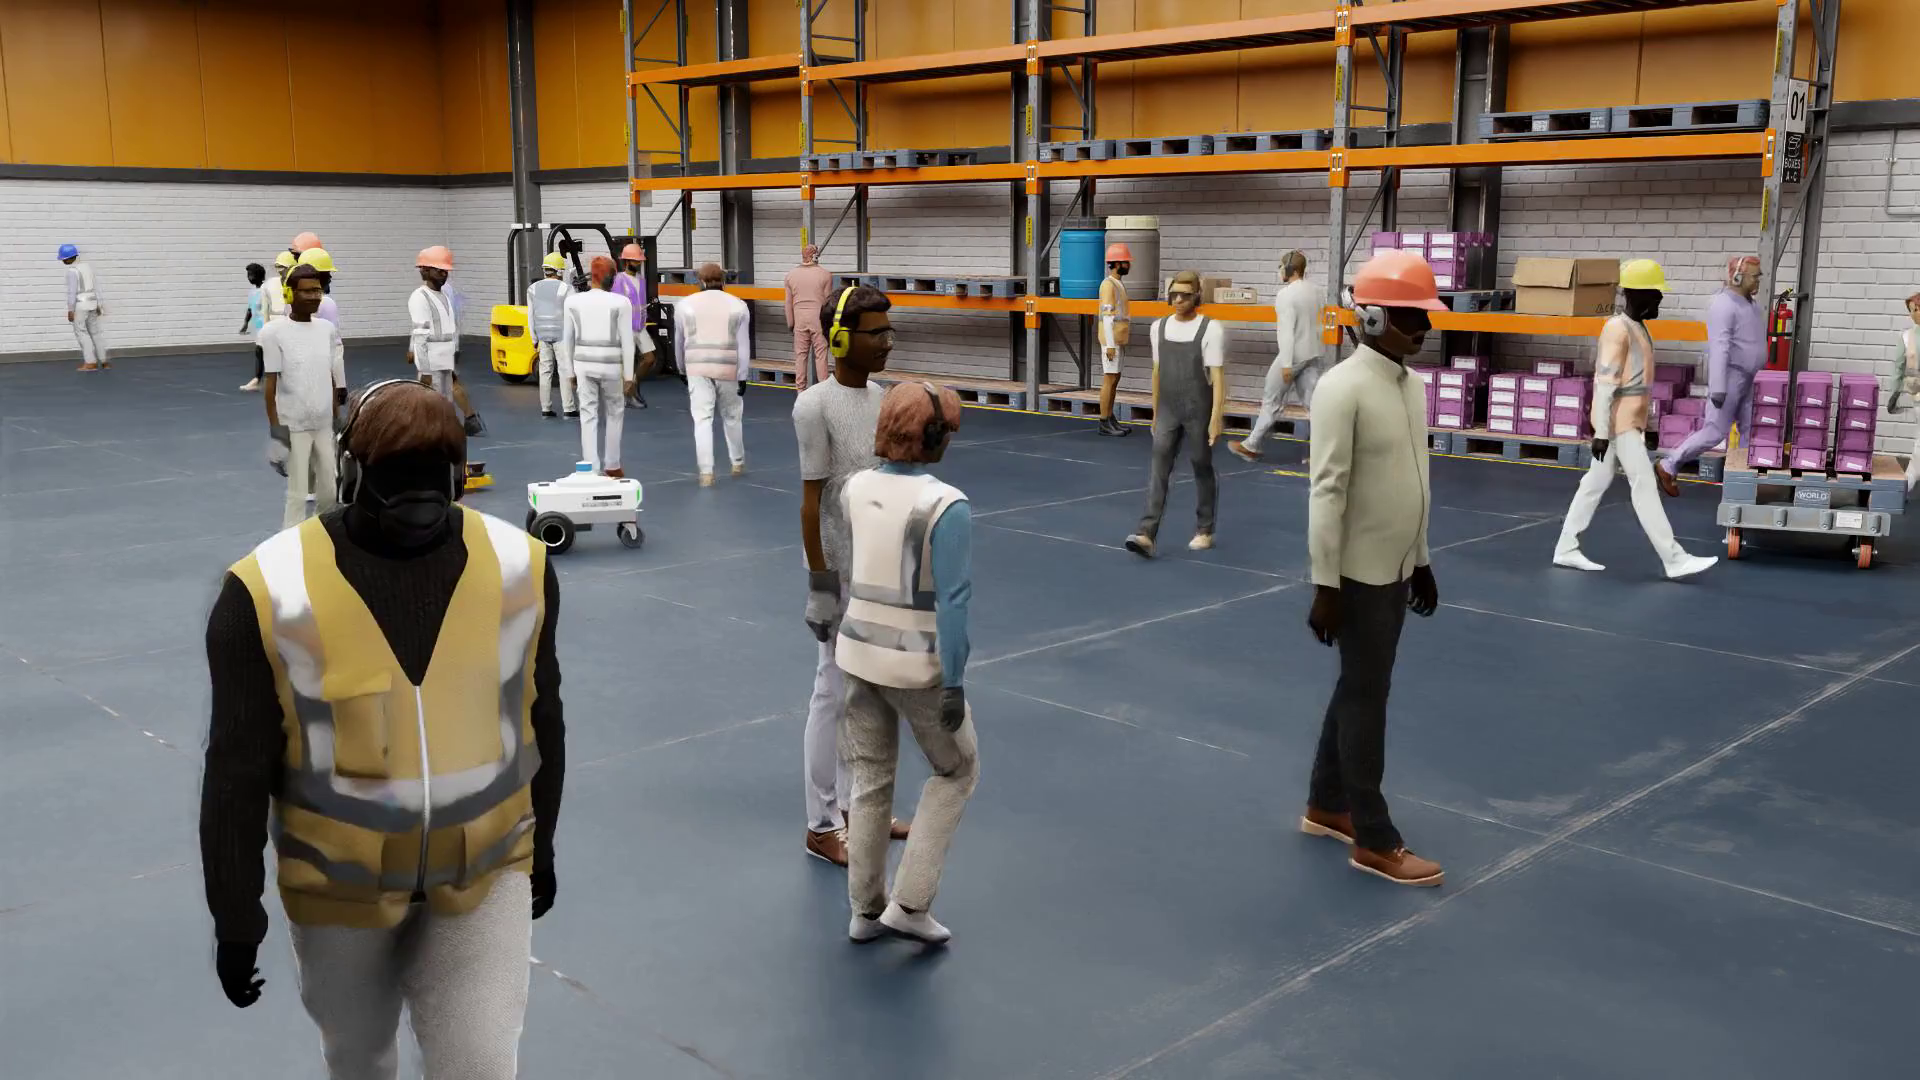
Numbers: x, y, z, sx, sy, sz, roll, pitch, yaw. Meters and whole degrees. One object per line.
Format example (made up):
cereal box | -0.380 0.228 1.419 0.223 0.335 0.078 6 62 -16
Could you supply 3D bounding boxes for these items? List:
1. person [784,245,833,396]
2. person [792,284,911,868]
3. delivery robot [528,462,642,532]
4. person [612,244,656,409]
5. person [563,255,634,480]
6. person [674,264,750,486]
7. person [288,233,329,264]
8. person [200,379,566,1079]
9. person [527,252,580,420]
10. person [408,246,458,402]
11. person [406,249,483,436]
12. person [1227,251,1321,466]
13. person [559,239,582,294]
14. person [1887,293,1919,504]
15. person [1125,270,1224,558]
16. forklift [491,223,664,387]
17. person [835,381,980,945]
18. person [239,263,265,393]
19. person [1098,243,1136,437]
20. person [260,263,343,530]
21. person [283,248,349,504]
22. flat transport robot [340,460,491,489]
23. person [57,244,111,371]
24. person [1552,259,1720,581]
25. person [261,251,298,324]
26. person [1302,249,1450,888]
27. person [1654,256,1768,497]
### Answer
person | -1.842 -2.707 20.686 0.637 1.904 0.403 3 11 13
person | -0.336 0.115 5.393 0.325 1.868 0.524 5 11 24
delivery robot | -2.428 -0.265 10.787 0.707 0.478 0.477 -3 11 -18
person | -3.806 -2.484 19.403 0.398 1.921 0.552 7 12 32
person | -2.888 -1.356 13.443 0.577 1.855 0.756 0 10 -1
person | -2.034 -1.373 13.715 0.617 1.782 0.923 -1 10 -7
person | -5.801 -1.723 14.937 0.378 2.041 0.615 -9 14 -41
person | -1.028 0.592 3.047 0.644 1.783 1.013 -5 12 -26
person | -4.445 -2.236 18.303 0.597 1.831 0.403 3 11 15
person | -4.279 -1.437 13.670 0.369 1.933 0.551 1 10 6
person | -5.264 -1.983 16.786 0.986 1.889 0.562 2 11 13
person | 2.905 -1.594 14.668 1.035 1.879 0.655 9 14 41
person | -6.358 -3.871 26.873 0.614 1.956 0.385 1 10 4
person | 7.260 -1.060 12.523 0.821 1.588 0.556 -4 11 -19
person | 1.385 -0.777 10.435 0.533 1.793 0.958 6 12 30
forklift | -5.316 -3.263 22.920 2.313 2.155 1.214 -10 14 -44
person | -0.154 0.367 4.682 0.549 1.620 0.359 10 14 43
person | -9.066 -2.733 21.490 0.807 1.658 0.548 -9 14 -40
person | 1.588 -2.017 16.824 0.362 1.936 0.552 3 11 16
person | -3.709 -0.617 9.427 0.436 1.868 0.630 5 12 27
person | -4.820 -1.226 12.539 0.591 1.927 0.366 7 12 33
flat transport robot | -4.531 -0.546 13.348 1.431 0.197 0.652 6 12 28
person | -13.119 -3.480 24.925 0.451 1.894 0.776 0 10 -1
person | 4.001 -0.698 9.788 0.964 1.873 0.611 6 12 31
person | -7.894 -2.477 19.622 0.602 1.828 0.404 1 10 4
person | 1.345 0.076 5.315 0.501 1.991 0.635 8 13 38
person | 5.787 -1.205 12.572 0.653 1.877 0.868 -10 14 -42
